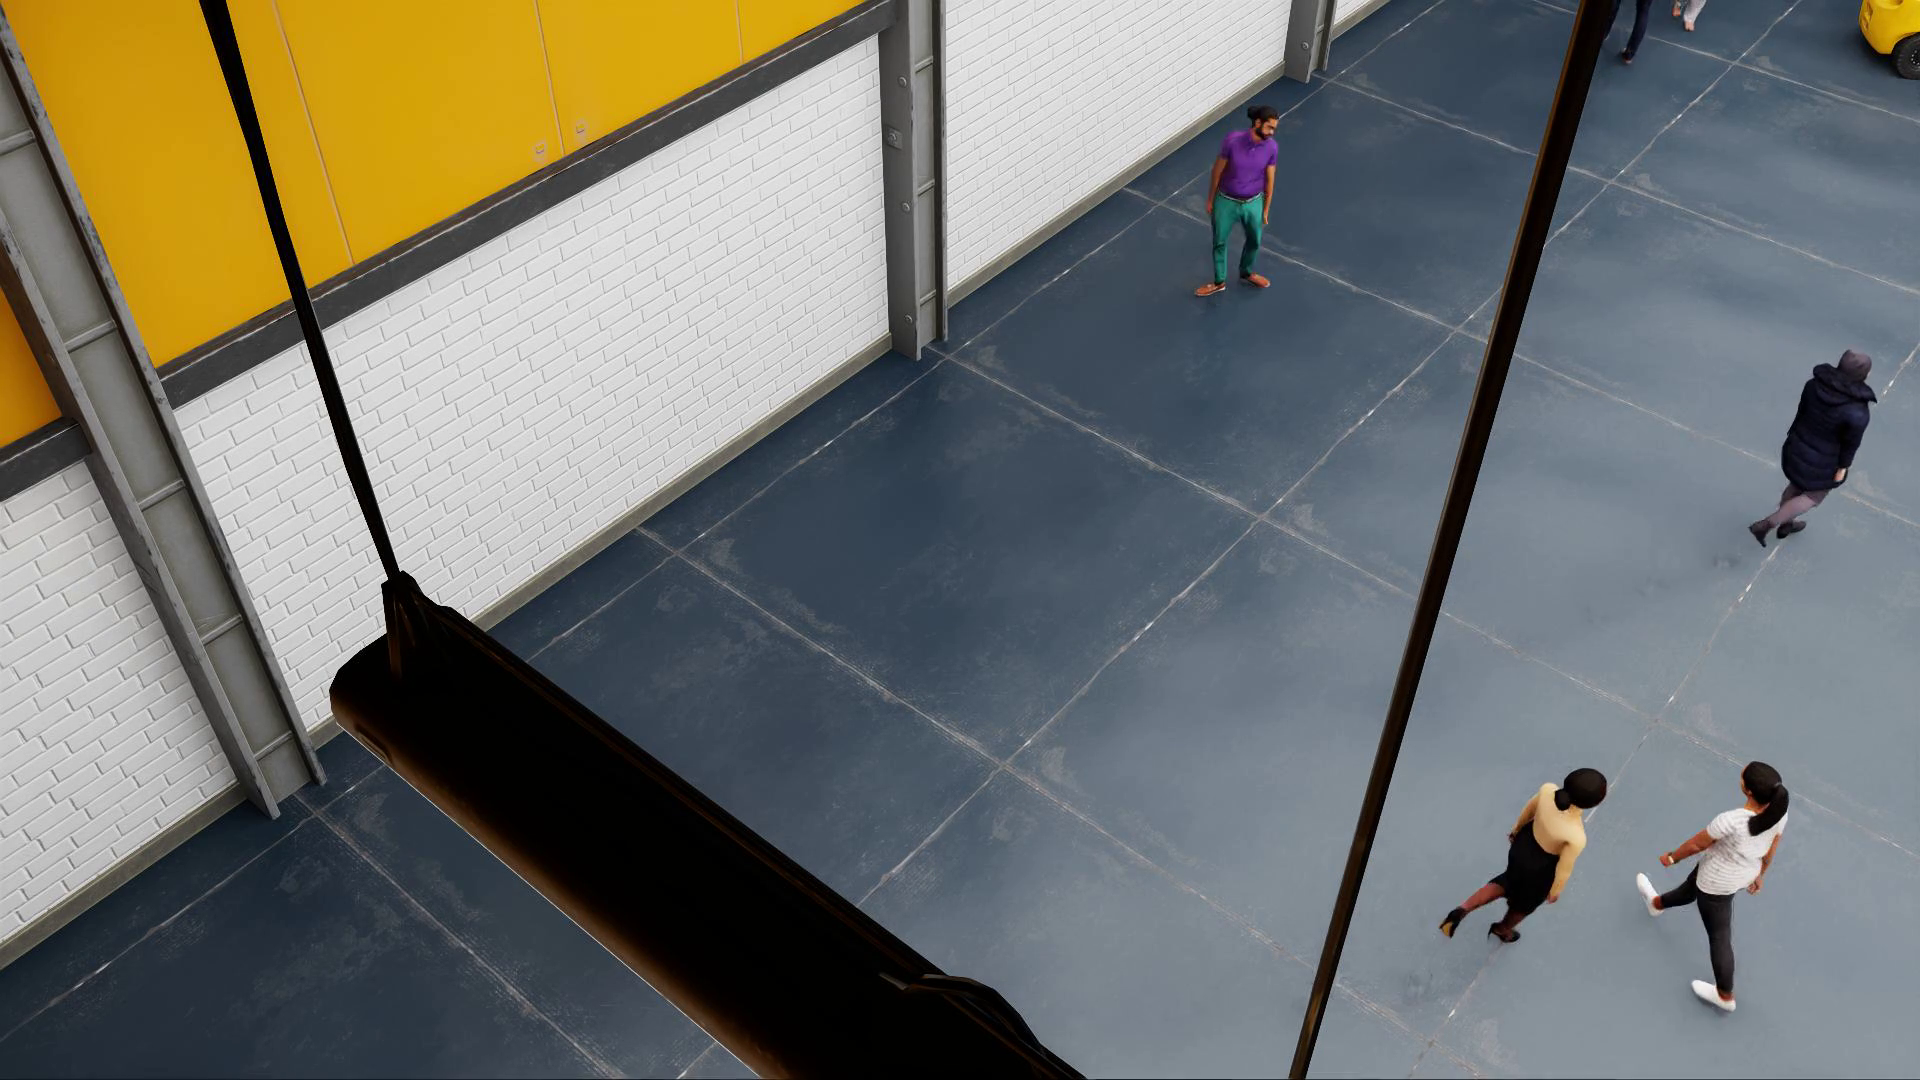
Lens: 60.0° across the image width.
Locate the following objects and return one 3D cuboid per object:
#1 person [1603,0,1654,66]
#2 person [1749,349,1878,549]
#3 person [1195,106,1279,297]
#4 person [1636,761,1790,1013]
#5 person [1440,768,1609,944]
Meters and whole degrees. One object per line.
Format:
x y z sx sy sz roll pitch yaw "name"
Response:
6.826 -5.650 16.596 0.995 1.808 1.131 7 44 7 "person"
5.814 -0.582 11.380 0.993 1.663 0.884 -15 46 -16 "person"
2.241 -2.774 13.626 0.858 1.739 0.852 14 45 14 "person"
4.128 1.868 8.859 1.146 1.593 1.027 -16 46 -16 "person"
3.023 1.758 8.946 0.956 1.632 0.865 -16 46 -16 "person"
